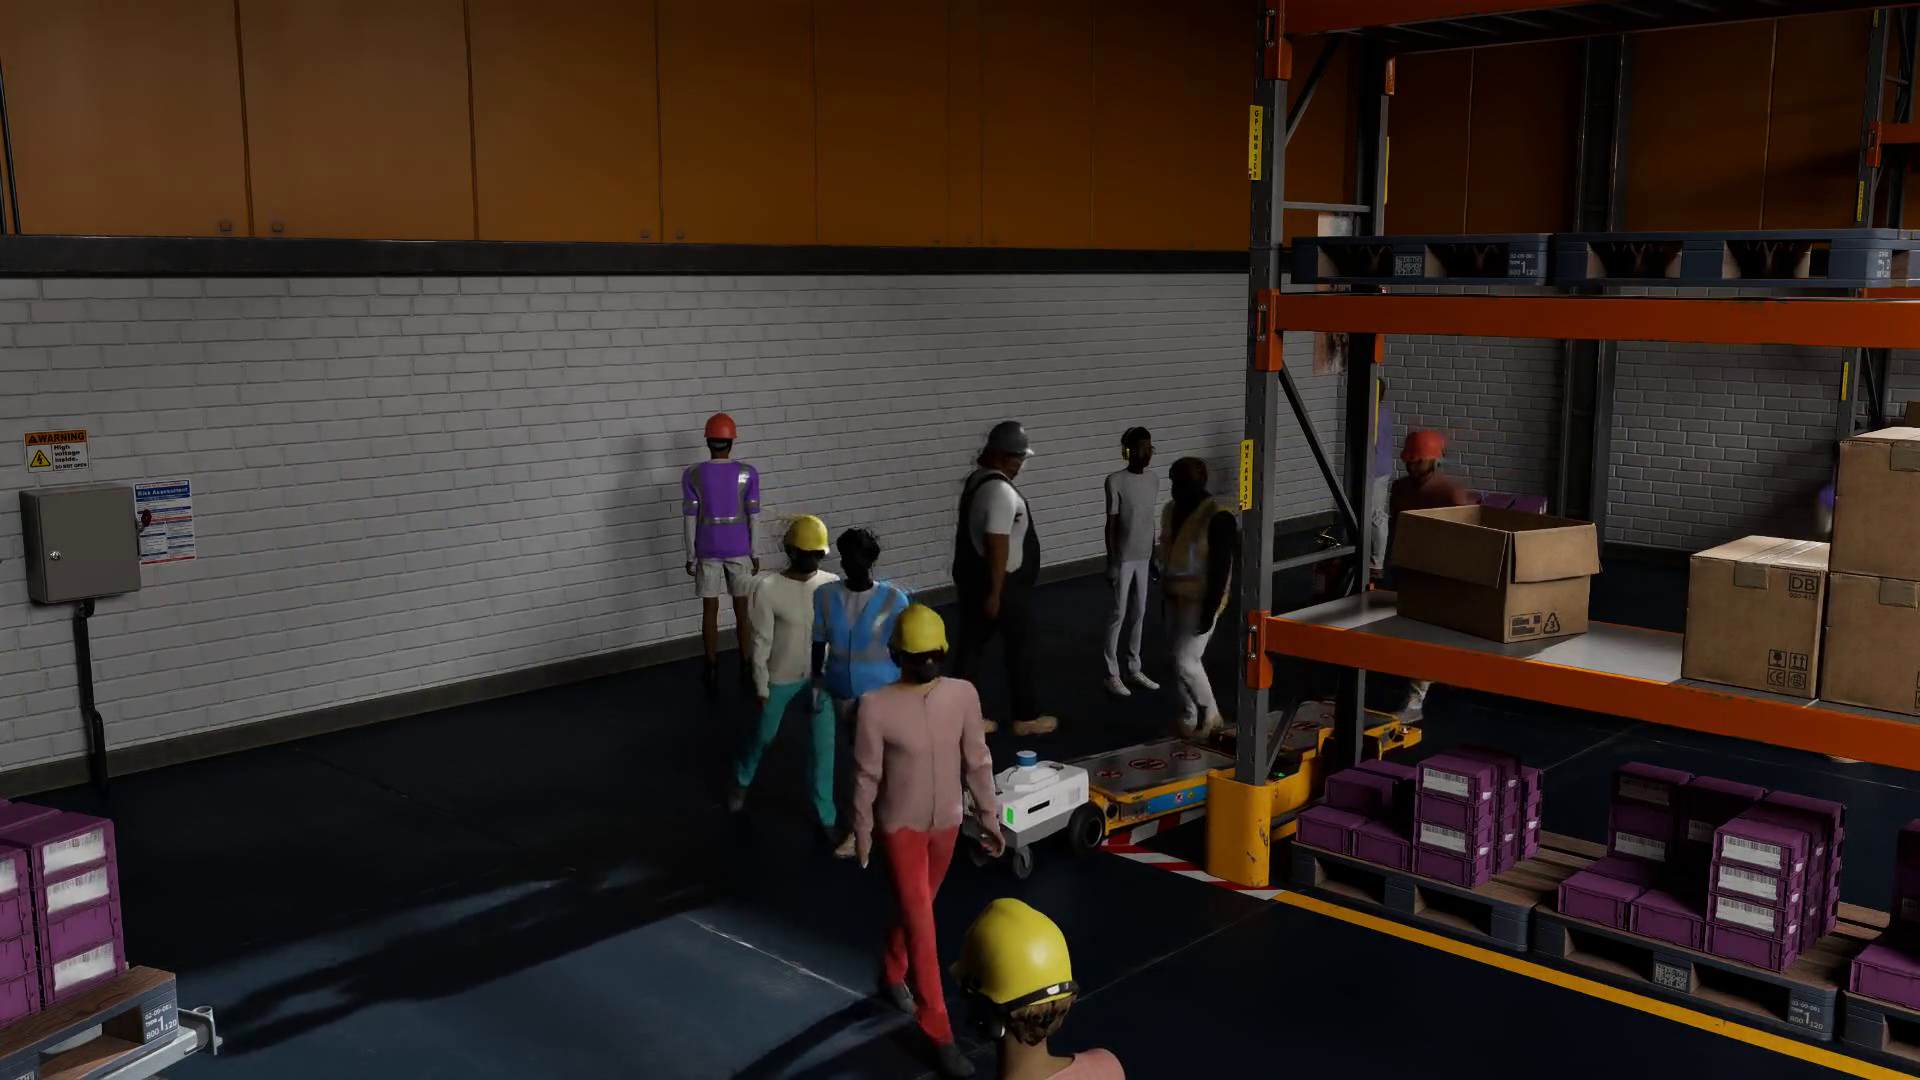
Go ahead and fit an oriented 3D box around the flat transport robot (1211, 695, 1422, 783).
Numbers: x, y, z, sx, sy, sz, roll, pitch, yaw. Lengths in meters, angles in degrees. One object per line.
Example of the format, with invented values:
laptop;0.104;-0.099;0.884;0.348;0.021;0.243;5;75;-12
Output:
flat transport robot;2.117;1.194;10.005;1.431;0.197;0.652;-9;13;-43

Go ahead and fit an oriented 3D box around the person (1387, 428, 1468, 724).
person;3.164;0.206;10.948;0.910;1.951;0.641;-6;11;-32

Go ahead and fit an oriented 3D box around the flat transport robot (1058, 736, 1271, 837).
flat transport robot;0.975;1.338;9.120;1.431;0.197;0.652;-7;12;-36

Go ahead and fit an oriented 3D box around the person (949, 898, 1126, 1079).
person;0.111;1.554;3.223;0.526;1.768;0.330;-9;13;-43

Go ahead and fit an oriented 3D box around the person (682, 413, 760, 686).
person;-1.690;0.067;11.815;0.547;1.937;0.379;-1;9;-7

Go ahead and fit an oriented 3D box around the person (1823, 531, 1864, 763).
person;5.381;0.413;9.993;0.429;1.844;0.624;1;9;8

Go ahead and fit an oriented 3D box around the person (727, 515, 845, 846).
person;-0.911;0.690;8.763;0.543;1.720;0.925;-5;11;-29

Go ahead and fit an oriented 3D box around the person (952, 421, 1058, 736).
person;0.295;0.228;10.514;0.803;2.000;0.694;-4;10;-22

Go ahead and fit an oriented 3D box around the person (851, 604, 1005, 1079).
person;-0.141;1.078;6.302;0.526;1.719;0.897;-6;11;-33

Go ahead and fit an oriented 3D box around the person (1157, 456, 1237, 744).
person;1.415;0.389;10.207;0.464;1.820;0.645;-5;11;-29

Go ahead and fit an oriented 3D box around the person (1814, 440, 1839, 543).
person;5.959;0.244;11.060;0.589;1.826;0.632;-1;9;-9

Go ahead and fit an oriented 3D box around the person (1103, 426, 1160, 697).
person;1.216;0.139;11.581;0.520;1.873;0.335;-7;12;-38

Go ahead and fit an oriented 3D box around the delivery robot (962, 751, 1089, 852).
delivery robot;0.328;1.291;8.255;0.477;0.478;0.707;7;12;38

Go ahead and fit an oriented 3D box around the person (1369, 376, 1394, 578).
person;3.953;-0.602;15.914;0.377;1.940;0.628;3;10;20

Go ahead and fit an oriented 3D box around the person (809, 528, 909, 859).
person;-0.485;0.741;8.633;0.535;1.660;0.843;4;10;22
